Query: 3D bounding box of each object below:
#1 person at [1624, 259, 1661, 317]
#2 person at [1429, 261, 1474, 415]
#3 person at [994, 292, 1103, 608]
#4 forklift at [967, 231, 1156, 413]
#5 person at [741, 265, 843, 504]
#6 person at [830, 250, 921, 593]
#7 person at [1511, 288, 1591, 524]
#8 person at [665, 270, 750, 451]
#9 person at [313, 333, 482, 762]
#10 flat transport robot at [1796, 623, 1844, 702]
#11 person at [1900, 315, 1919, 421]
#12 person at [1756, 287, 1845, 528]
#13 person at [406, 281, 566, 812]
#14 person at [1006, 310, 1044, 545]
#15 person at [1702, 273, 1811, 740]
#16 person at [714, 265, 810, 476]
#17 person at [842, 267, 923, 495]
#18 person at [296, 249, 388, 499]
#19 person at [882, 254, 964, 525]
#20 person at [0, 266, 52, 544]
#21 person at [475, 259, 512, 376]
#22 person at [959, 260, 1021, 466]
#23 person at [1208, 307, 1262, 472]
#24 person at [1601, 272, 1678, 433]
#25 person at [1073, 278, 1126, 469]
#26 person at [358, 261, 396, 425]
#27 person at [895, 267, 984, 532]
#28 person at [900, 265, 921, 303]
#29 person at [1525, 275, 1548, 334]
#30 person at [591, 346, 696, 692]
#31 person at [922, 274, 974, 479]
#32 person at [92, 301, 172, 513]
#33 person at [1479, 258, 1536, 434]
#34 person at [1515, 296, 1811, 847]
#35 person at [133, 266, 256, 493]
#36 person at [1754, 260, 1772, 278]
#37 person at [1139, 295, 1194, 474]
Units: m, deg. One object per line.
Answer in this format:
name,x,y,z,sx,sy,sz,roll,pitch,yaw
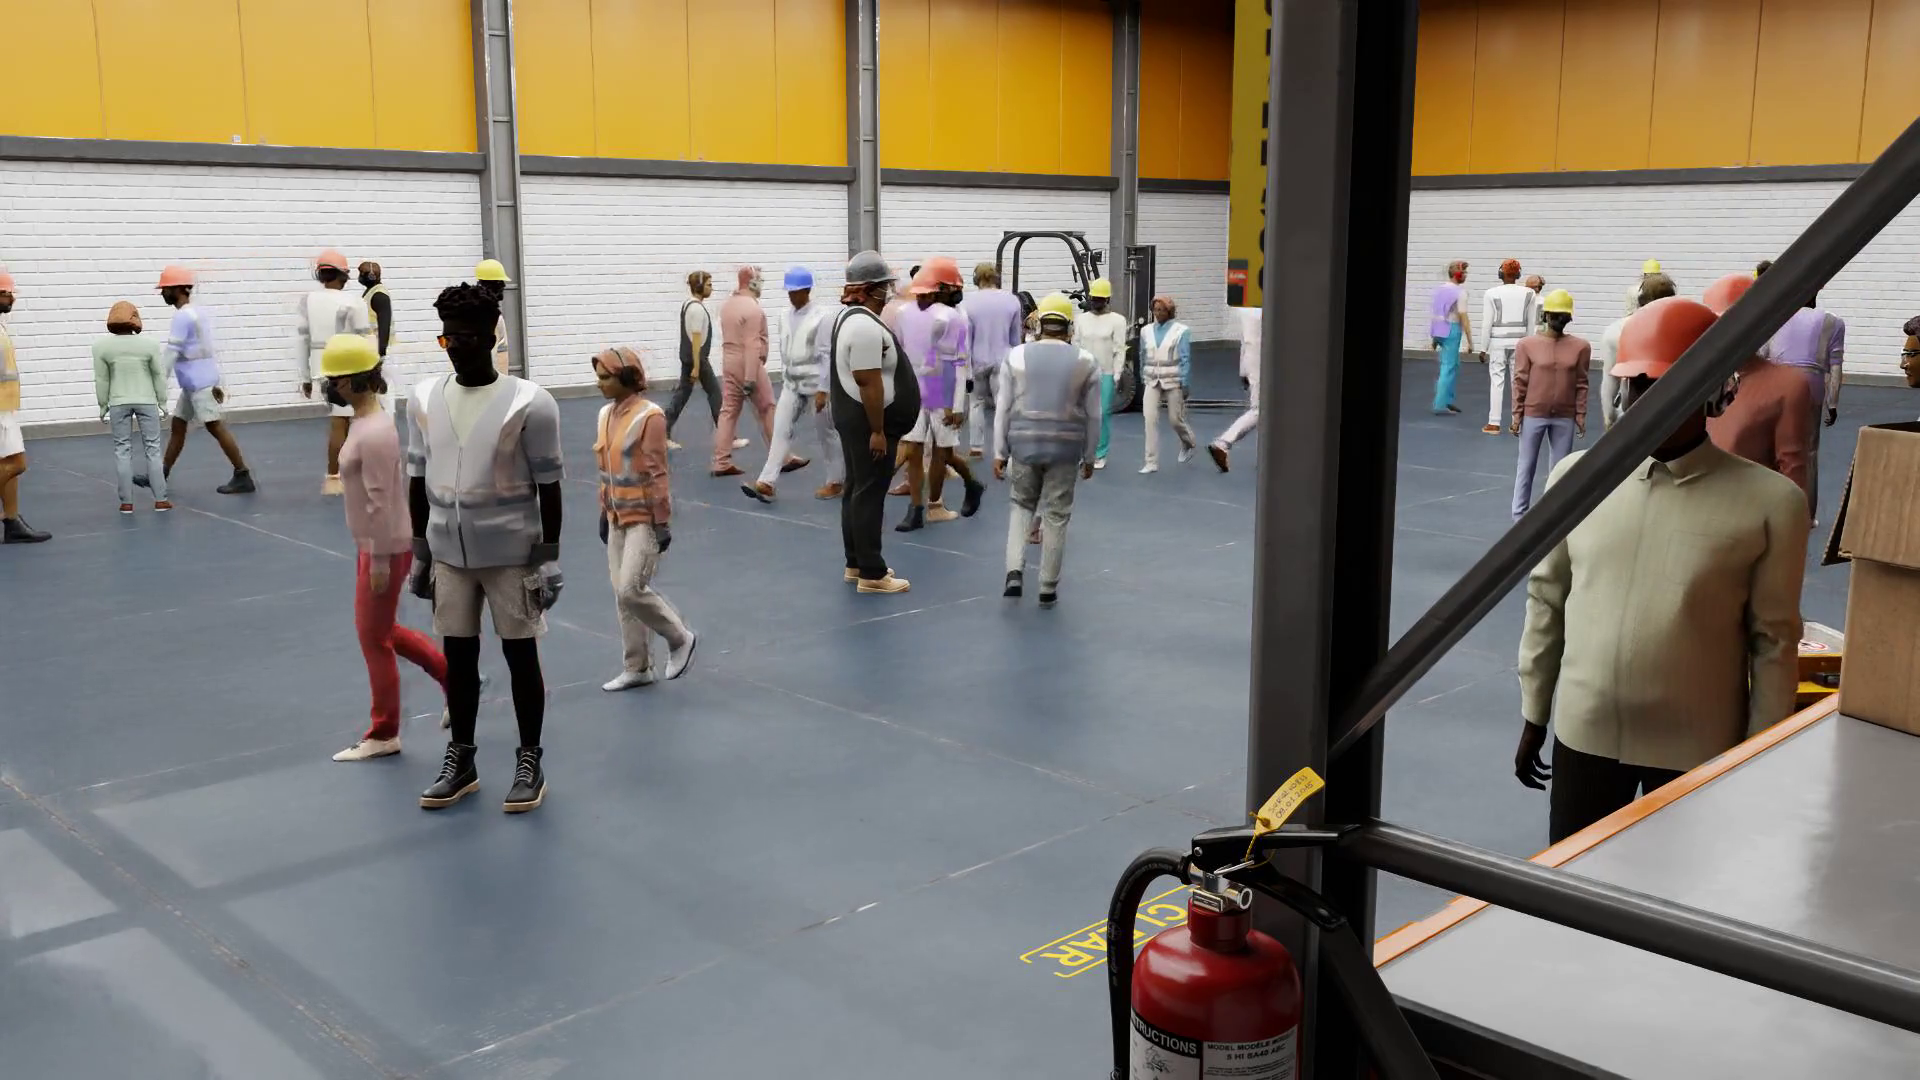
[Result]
person,8.928,-2.722,21.590,0.592,1.824,0.403,3,11,14
person,5.890,-2.382,19.709,0.619,1.823,0.613,-3,11,-14
person,0.508,-0.507,9.549,0.611,1.808,0.445,2,11,10
forklift,1.222,-2.721,20.561,2.313,2.155,1.214,2,11,13
person,-1.282,-1.215,13.179,0.627,1.883,0.998,8,13,36
person,-0.506,-0.712,10.025,0.537,2.000,0.682,-3,11,-15
person,4.091,-0.854,11.551,0.525,1.770,0.307,1,10,3
person,-2.616,-1.764,16.469,0.974,1.801,0.516,-5,12,-25
person,-2.321,0.029,6.795,0.531,1.747,0.544,-3,11,-16
flat transport robot,3.920,0.518,8.149,0.652,0.197,1.431,-1,10,-3
person,3.549,0.099,6.112,0.509,1.860,0.333,-10,14,-42
person,6.086,-1.040,12.131,0.591,1.923,0.381,5,12,27
person,-1.762,0.034,6.162,0.607,1.966,0.373,2,11,11
person,0.530,-0.771,11.467,0.338,1.617,0.524,-8,13,-36
person,3.086,-0.082,6.756,0.491,1.982,0.630,-8,13,-38
person,-1.803,-1.504,14.850,0.955,1.861,0.644,-8,13,-37
person,-0.670,-1.285,13.595,0.803,1.874,0.641,-1,10,-4
person,-5.056,-1.378,13.728,0.629,2.004,0.891,3,11,18
person,-0.292,-1.055,12.035,0.621,2.005,0.852,8,13,38
person,-6.621,-0.904,11.391,0.500,1.926,0.572,-3,11,-18
person,-3.985,-1.422,14.204,0.371,1.925,0.595,-4,11,-19
person,0.289,-1.648,15.516,0.630,1.906,0.904,-2,11,-10
person,2.658,-1.530,14.941,0.858,1.884,0.646,-1,10,-7
person,4.521,-0.794,10.889,0.628,1.902,0.927,4,11,20
person,1.247,-1.498,15.102,0.537,1.746,0.508,5,11,23
person,-6.552,-2.192,18.643,0.430,1.845,0.624,-6,12,-29
person,-0.152,-1.034,12.150,0.552,1.913,0.828,7,13,35
person,-0.651,-3.224,24.696,0.532,1.690,0.321,4,11,19
person,7.133,-2.482,20.778,0.523,1.636,0.311,10,14,43
person,-1.513,-0.088,7.743,0.392,1.623,0.530,-10,14,-42
person,-0.136,-1.427,14.520,0.435,1.821,0.667,6,12,29
person,-6.369,-1.019,12.812,0.499,1.633,0.279,-4,11,-21
person,5.874,-2.073,17.881,0.575,1.882,0.360,0,10,-2
person,1.581,0.445,3.839,0.611,1.996,0.379,8,13,38
person,-6.354,-1.303,13.679,1.013,1.874,0.554,-3,11,-16
person,9.751,-2.489,20.260,0.519,1.840,0.904,8,13,36
person,1.891,-1.420,15.070,0.524,1.608,0.719,6,12,31
